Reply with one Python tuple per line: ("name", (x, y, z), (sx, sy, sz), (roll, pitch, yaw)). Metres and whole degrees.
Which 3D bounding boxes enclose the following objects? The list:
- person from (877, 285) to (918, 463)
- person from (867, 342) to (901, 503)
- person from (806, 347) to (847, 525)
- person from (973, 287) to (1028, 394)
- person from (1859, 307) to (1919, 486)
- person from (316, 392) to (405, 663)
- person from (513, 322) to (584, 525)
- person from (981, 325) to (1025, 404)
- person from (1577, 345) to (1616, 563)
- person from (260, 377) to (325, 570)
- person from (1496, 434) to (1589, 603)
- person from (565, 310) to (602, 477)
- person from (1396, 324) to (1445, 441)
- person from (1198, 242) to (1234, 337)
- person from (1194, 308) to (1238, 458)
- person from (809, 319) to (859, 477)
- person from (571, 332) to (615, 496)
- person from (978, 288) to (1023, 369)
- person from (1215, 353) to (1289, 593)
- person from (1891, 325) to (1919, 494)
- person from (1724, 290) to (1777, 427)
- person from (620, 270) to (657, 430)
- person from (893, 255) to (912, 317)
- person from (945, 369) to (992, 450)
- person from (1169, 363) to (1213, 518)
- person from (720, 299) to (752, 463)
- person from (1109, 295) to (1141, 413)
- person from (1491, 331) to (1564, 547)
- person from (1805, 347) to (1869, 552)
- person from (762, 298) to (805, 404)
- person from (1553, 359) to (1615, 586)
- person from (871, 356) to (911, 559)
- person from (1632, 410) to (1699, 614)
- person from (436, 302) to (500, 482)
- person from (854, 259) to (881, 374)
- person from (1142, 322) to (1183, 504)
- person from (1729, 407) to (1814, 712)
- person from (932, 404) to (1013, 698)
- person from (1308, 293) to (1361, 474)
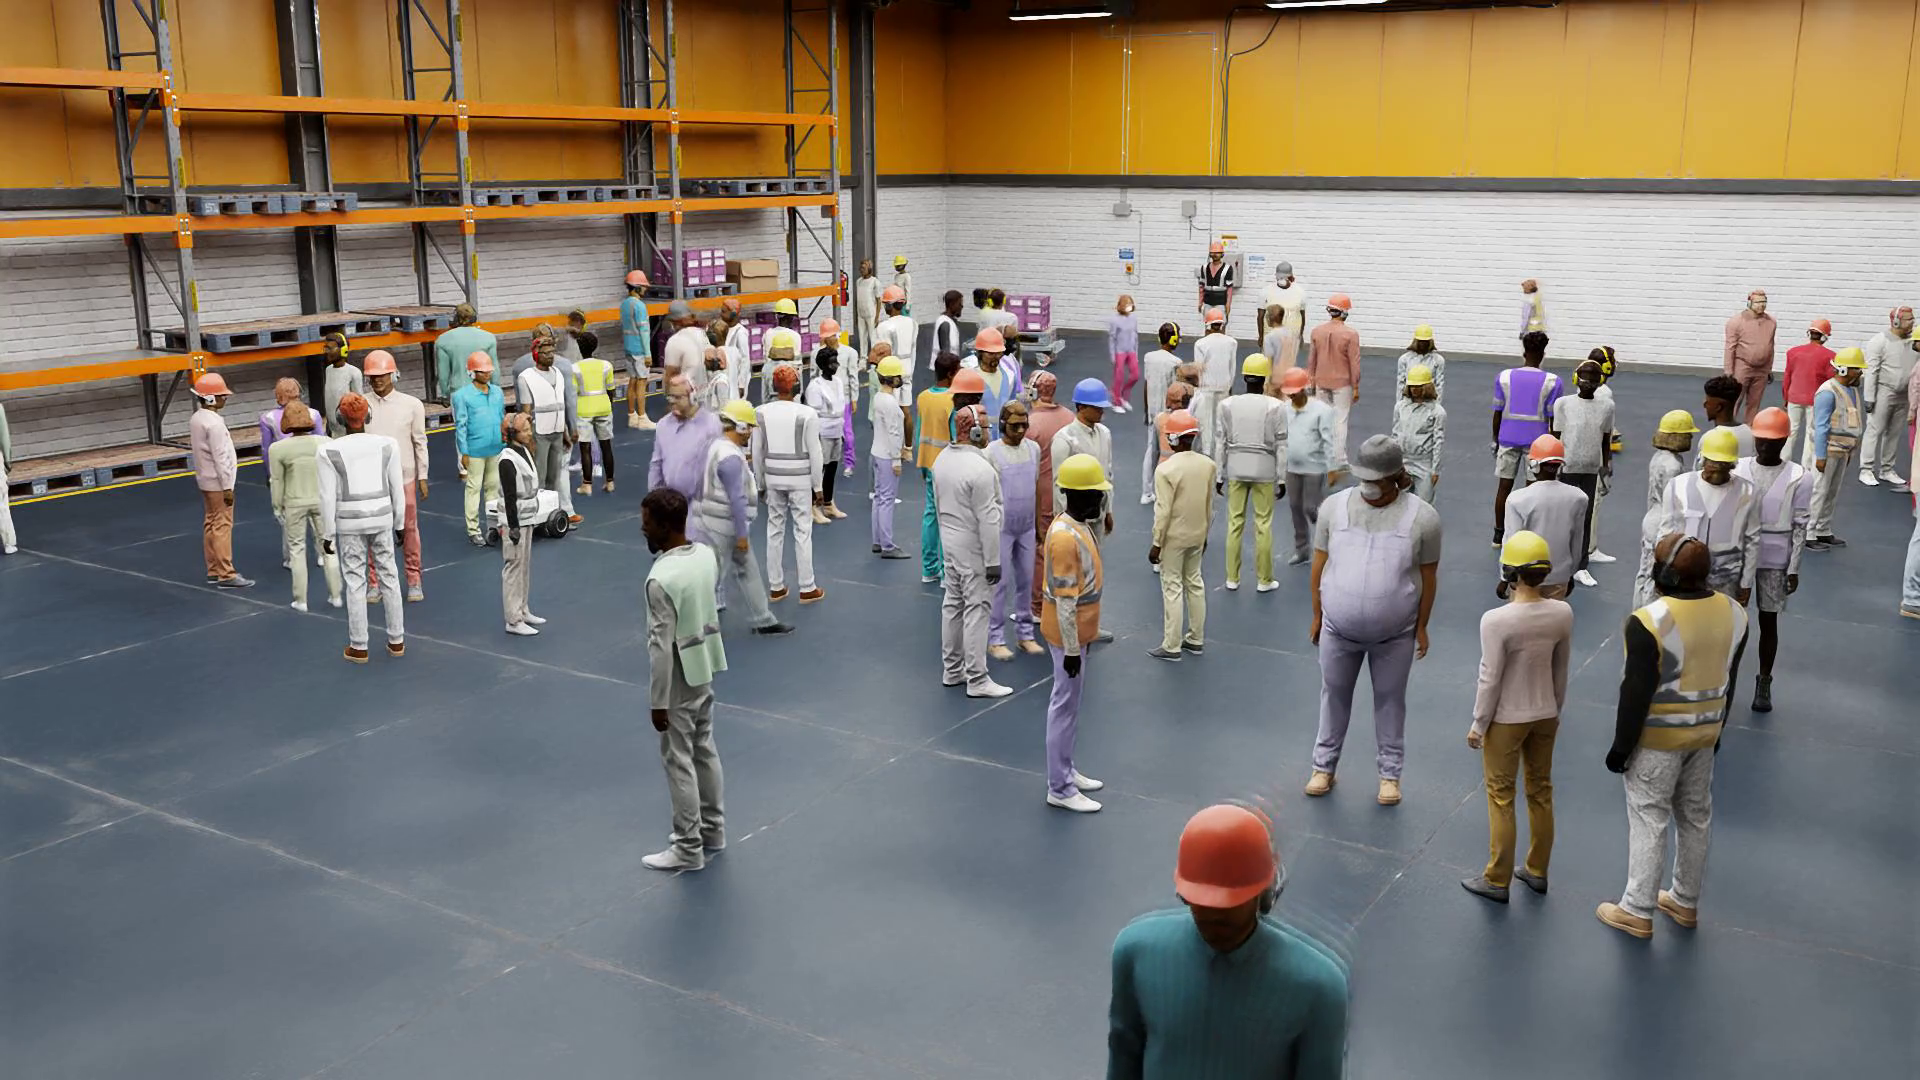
("person", (-0.742, -1.853, 18.840), (0.373, 2.044, 0.608), (10, 16, 36))
("person", (-0.787, -1.187, 16.849), (0.285, 1.633, 0.497), (-4, 14, -17))
("person", (-1.266, -1.001, 15.903), (0.317, 1.695, 0.540), (7, 15, 27))
("person", (0.516, -2.794, 23.805), (0.876, 1.647, 0.543), (1, 13, 6))
("person", (9.944, -1.531, 17.738), (0.653, 1.907, 0.408), (-4, 14, -16))
("person", (-4.128, -0.084, 11.519), (0.573, 1.883, 0.356), (-9, 16, -34))
("person", (-3.889, -1.083, 15.728), (0.627, 1.941, 0.371), (4, 14, 16))
("person", (0.428, -1.227, 16.581), (0.430, 1.838, 0.624), (5, 14, 21))
("person", (5.503, -0.742, 14.391), (0.329, 1.877, 0.508), (-2, 13, -10))
("person", (-5.627, -0.558, 14.102), (0.514, 1.642, 0.310), (-6, 14, -23))
("person", (3.672, 0.198, 10.577), (0.563, 1.751, 0.330), (-3, 13, -13))
("person", (-4.201, -1.620, 18.298), (0.343, 1.836, 0.659), (-9, 16, -35))
("person", (4.883, -1.430, 17.686), (0.484, 1.735, 0.339), (3, 13, 12))
("person", (4.347, -4.062, 28.420), (0.612, 2.042, 0.387), (8, 15, 31))
("person", (2.917, -1.792, 19.207), (0.562, 1.752, 0.327), (-6, 14, -23))
("person", (-1.390, -1.558, 18.234), (0.574, 1.737, 0.354), (4, 13, 15))
("person", (-3.816, -1.303, 17.210), (0.530, 1.697, 0.322), (-9, 16, -34))
("person", (0.515, -2.261, 21.060), (0.572, 1.837, 0.625), (1, 13, 5))
("person", (2.341, -0.533, 13.364), (0.585, 1.928, 0.379), (5, 14, 22))
("person", (9.975, -1.360, 17.322), (0.340, 1.760, 0.525), (10, 17, 38))
("person", (9.480, -2.040, 19.949), (0.651, 1.907, 0.409), (-2, 13, -10))
("person", (-4.122, -2.434, 21.357), (0.369, 2.045, 0.608), (-9, 16, -35))
("person", (-1.038, -4.166, 29.503), (0.340, 1.761, 0.524), (-7, 15, -29))
("person", (0.059, -0.306, 12.354), (0.358, 1.938, 0.553), (-1, 13, -5))
("person", (2.063, -0.810, 15.208), (0.384, 1.630, 0.536), (-6, 14, -26))
("person", (-2.576, -1.812, 19.012), (0.355, 1.883, 0.572), (-6, 14, -25))
("person", (2.252, -2.535, 22.708), (0.532, 1.620, 0.383), (-8, 15, -33))
("person", (5.033, -0.880, 14.810), (0.605, 1.958, 0.375), (7, 15, 29))
("person", (7.765, -0.802, 14.768), (0.593, 1.826, 0.404), (-11, 17, -39))
("person", (-1.953, -1.733, 18.597), (0.585, 1.918, 0.393), (12, 17, 42))
("person", (5.053, -0.543, 13.555), (0.513, 1.865, 0.328), (0, 13, -1))
("person", (-0.613, -0.722, 14.536), (0.316, 1.769, 0.523), (-4, 14, -16))
("person", (4.947, -0.047, 11.660), (0.301, 1.745, 0.483), (2, 13, 9))
("person", (-5.280, -1.589, 17.923), (0.634, 1.938, 0.355), (-4, 14, -16))
("person", (-1.505, -3.613, 26.915), (0.506, 1.843, 0.346), (9, 16, 34))
("person", (2.033, -1.248, 16.633), (0.337, 1.857, 0.524), (-11, 17, -40))
("person", (5.035, 0.118, 10.512), (0.545, 1.941, 0.358), (9, 16, 33))
("person", (0.086, 0.071, 10.794), (0.410, 1.909, 0.643), (-8, 15, -30))
("person", (4.153, -1.733, 18.421), (0.622, 1.994, 0.381), (12, 17, 41))
